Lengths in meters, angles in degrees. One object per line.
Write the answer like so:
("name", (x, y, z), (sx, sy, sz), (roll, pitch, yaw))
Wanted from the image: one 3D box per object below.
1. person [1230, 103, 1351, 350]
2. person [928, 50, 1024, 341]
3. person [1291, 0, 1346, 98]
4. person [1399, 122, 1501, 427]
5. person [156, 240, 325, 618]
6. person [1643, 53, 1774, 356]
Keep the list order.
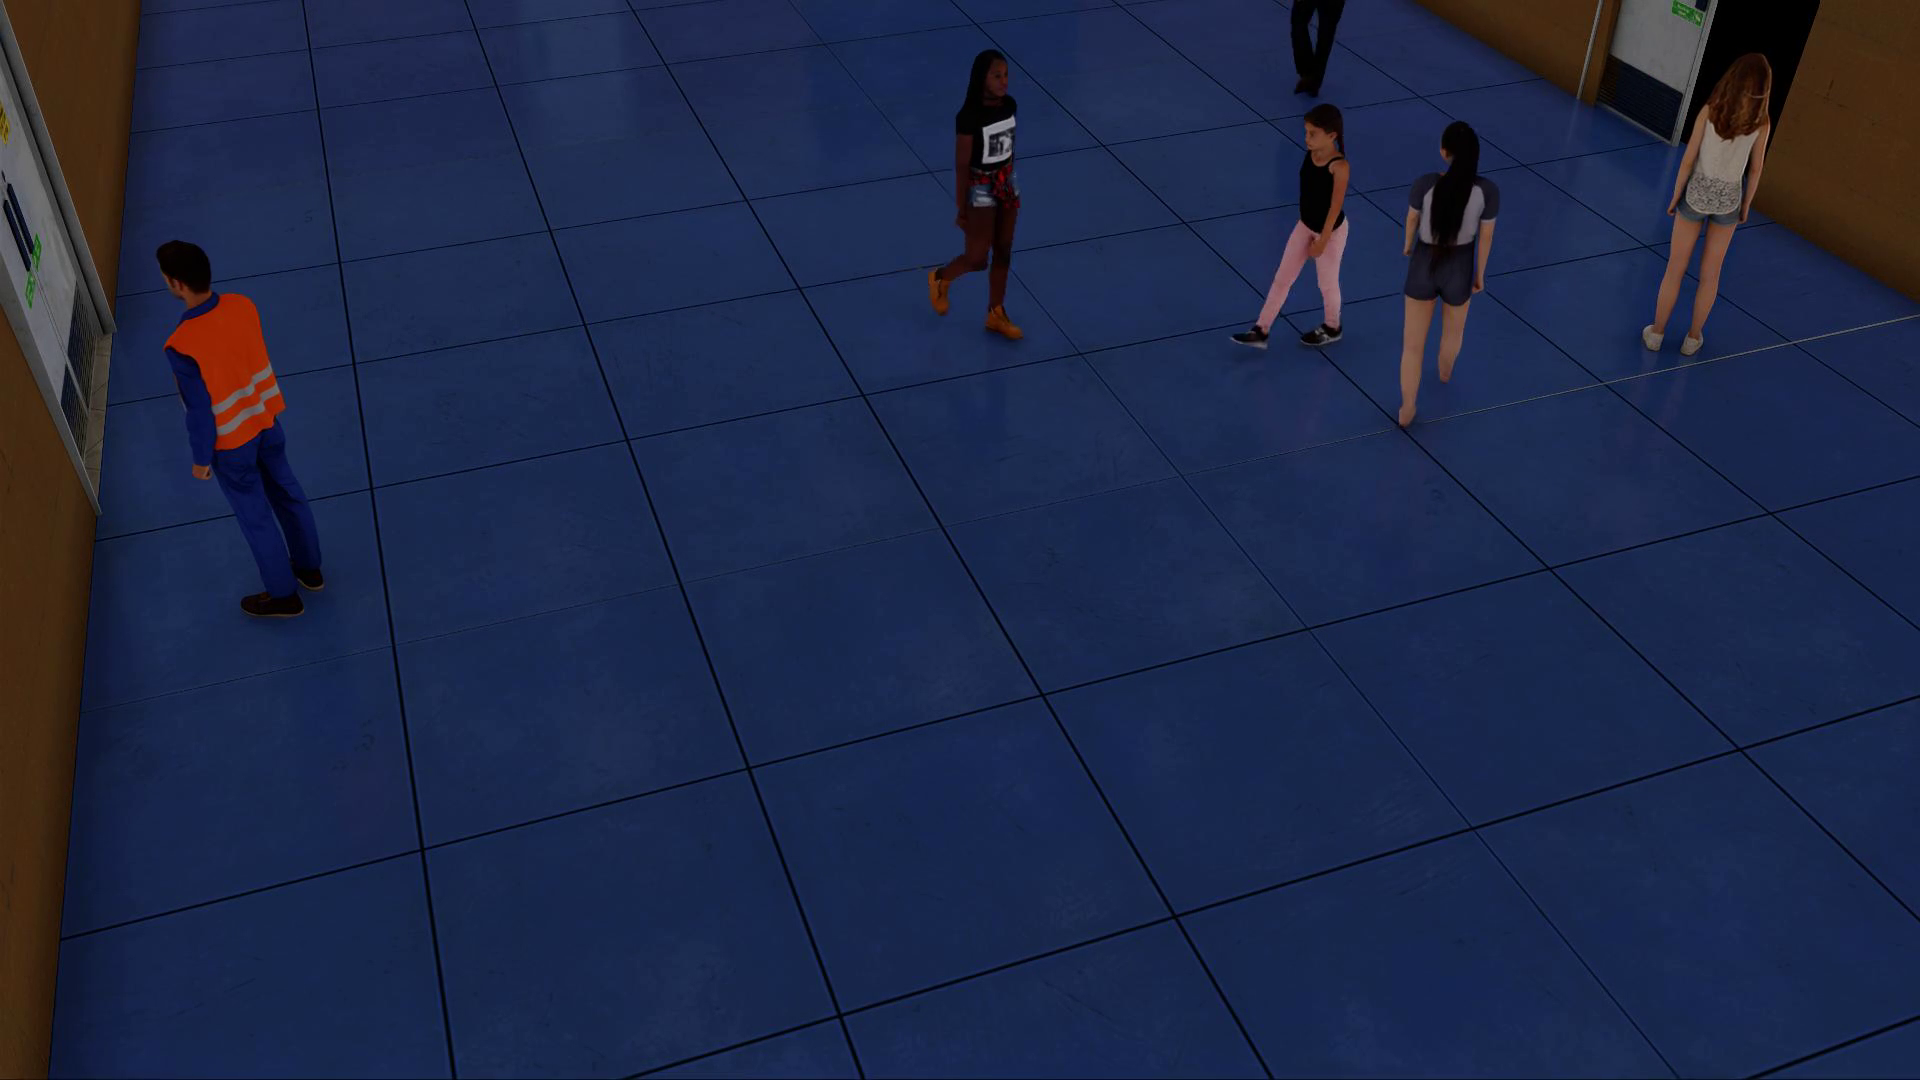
("person", (2.072, -1.739, 9.314), (0.985, 1.521, 0.650), (-15, 40, -19))
("person", (0.095, -1.952, 9.438), (0.885, 1.714, 0.895), (27, 45, 31))
("person", (2.703, -4.096, 12.270), (0.805, 1.743, 0.834), (-3, 37, -4))
("person", (2.504, -1.330, 8.695), (1.002, 1.610, 0.989), (10, 38, 13))
("person", (-3.178, -0.474, 7.345), (0.810, 1.861, 0.782), (10, 38, 13))
("person", (4.176, -1.846, 9.258), (0.635, 1.760, 0.709), (12, 39, 16))
